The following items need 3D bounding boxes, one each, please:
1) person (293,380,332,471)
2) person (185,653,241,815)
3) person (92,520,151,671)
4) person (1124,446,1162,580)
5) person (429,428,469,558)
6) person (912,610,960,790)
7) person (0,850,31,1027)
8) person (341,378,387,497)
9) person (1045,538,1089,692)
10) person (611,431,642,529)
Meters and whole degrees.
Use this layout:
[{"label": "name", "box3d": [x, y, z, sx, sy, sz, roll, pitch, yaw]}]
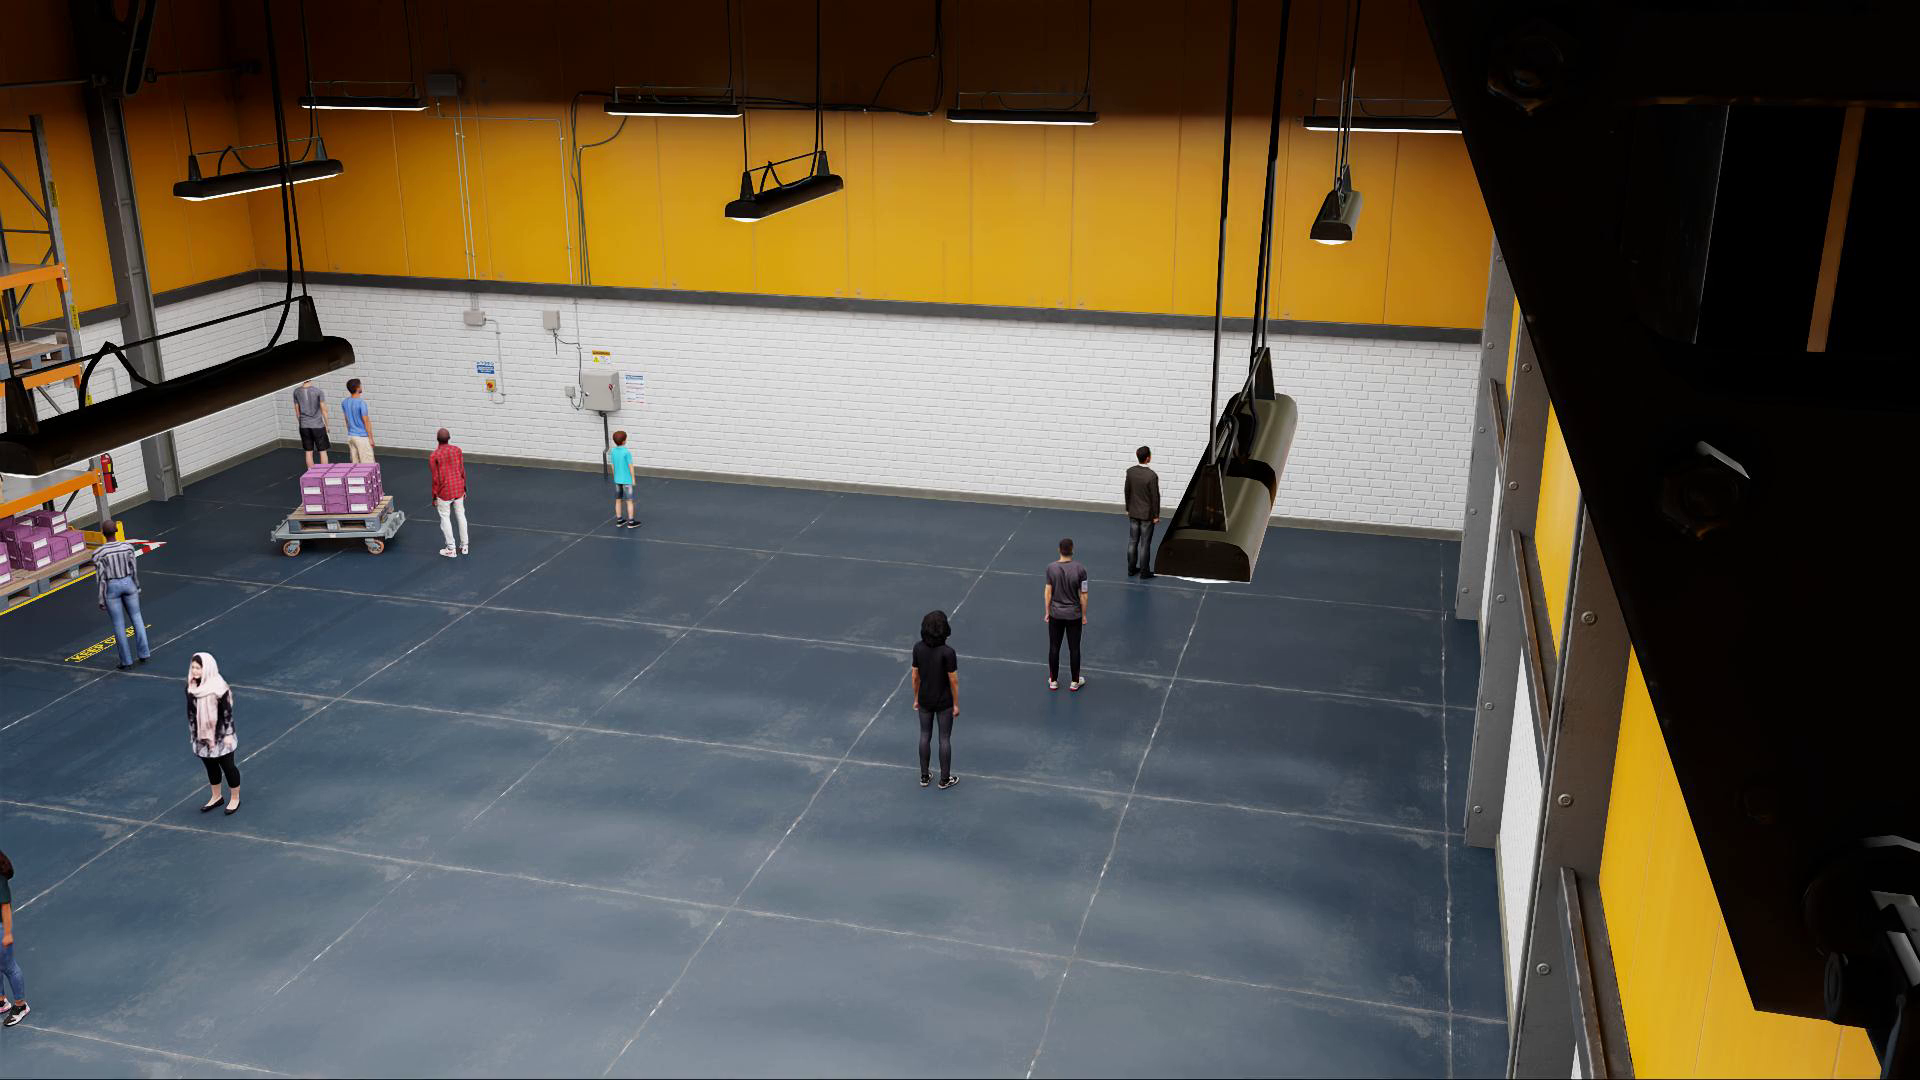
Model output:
[{"label": "person", "box3d": [-10.243, -1.800, 26.276, 0.700, 1.871, 0.637, 1, 19, 2]}, {"label": "person", "box3d": [-7.123, 1.828, 15.871, 0.610, 1.636, 0.590, 5, 19, 13]}, {"label": "person", "box3d": [-9.689, 0.625, 19.196, 0.770, 1.795, 0.627, 15, 24, 37]}, {"label": "person", "box3d": [2.425, -0.383, 22.171, 0.760, 1.804, 0.711, 16, 24, 38]}, {"label": "person", "box3d": [-7.065, -0.676, 23.019, 0.711, 1.820, 0.813, -16, 24, -39]}, {"label": "person", "box3d": [-0.249, 1.557, 16.364, 0.665, 1.835, 0.563, 8, 20, 22]}, {"label": "person", "box3d": [-7.383, 2.922, 12.652, 0.597, 1.616, 0.590, 6, 19, 16]}, {"label": "person", "box3d": [-9.244, -1.570, 25.604, 0.694, 1.863, 0.632, 9, 21, 25]}, {"label": "person", "box3d": [1.176, 0.829, 18.638, 0.635, 1.764, 0.537, 4, 19, 11]}, {"label": "person", "box3d": [-4.914, -0.899, 24.261, 0.552, 1.449, 0.533, 9, 20, 24]}]
